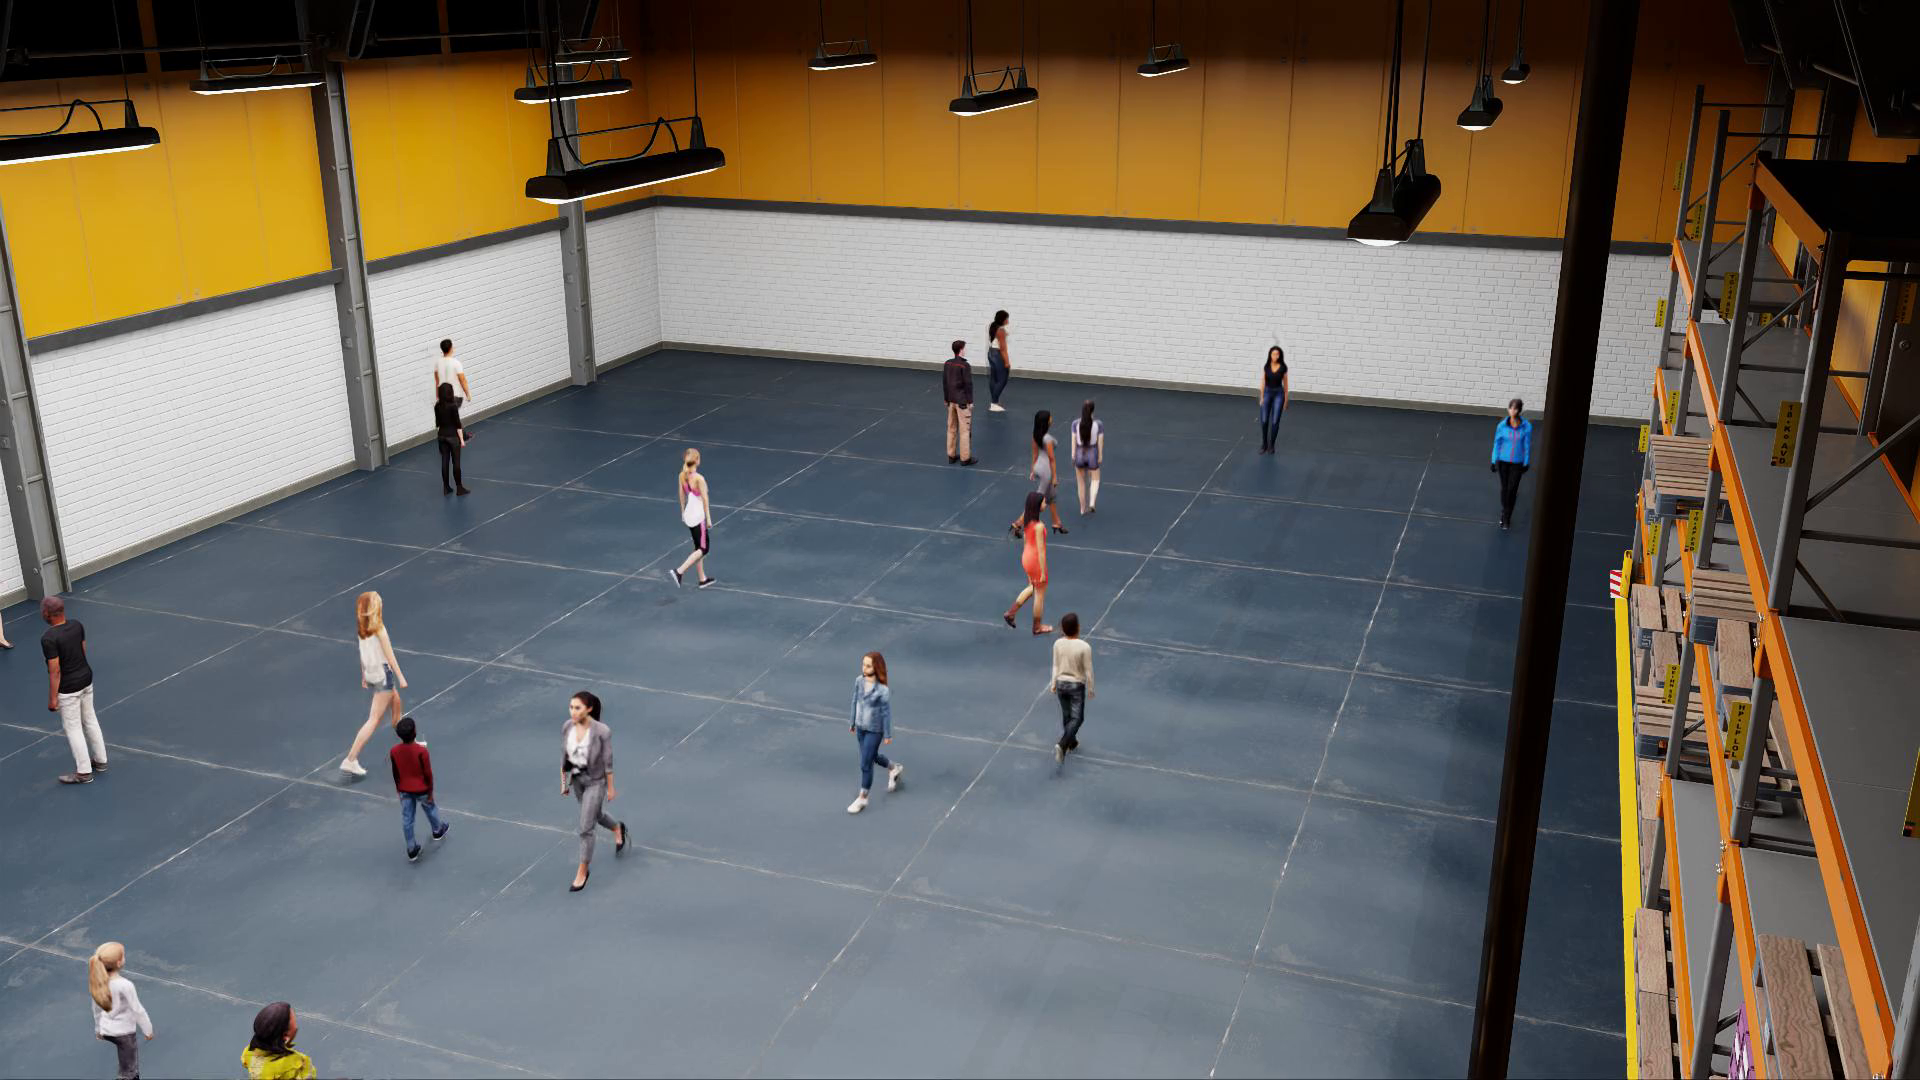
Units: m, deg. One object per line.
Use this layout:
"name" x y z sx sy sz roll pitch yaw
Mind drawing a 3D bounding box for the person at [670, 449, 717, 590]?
"person" -3.249 -0.211 20.094 0.846 1.774 1.036 16 24 39

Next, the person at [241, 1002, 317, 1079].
"person" -3.930 3.444 9.498 0.904 1.610 1.428 10 21 27

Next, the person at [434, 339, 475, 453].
"person" -8.028 -2.217 26.075 0.649 1.758 1.123 7 20 19

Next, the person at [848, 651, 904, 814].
"person" -0.756 1.682 14.969 0.821 1.457 1.026 17 25 42

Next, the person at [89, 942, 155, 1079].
"person" -5.479 3.204 10.742 0.522 1.269 0.598 8 20 22

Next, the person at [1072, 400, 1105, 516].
"person" 1.749 -1.109 22.969 0.669 1.640 0.711 2 19 6

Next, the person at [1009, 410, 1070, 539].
"person" 1.028 -0.814 21.935 1.118 1.741 1.095 -7 20 -21

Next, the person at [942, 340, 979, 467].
"person" -0.020 -2.110 25.500 0.771 1.922 0.732 15 24 37

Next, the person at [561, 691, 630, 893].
"person" -3.006 2.004 13.719 0.687 1.644 1.102 9 21 24

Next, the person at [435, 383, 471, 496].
"person" -7.380 -1.465 24.023 0.574 1.641 0.489 6 20 18

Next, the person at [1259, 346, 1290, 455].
"person" 4.932 -2.217 26.130 0.622 1.723 0.708 4 19 13

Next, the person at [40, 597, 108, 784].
"person" -8.204 1.364 15.369 0.768 1.803 0.606 3 19 8

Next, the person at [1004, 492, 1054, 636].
"person" 0.767 0.287 18.723 0.933 1.704 0.872 -9 20 -24

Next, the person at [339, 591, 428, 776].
"person" -5.490 1.365 15.498 1.211 1.720 0.914 -17 25 -42

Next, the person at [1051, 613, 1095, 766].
"person" 1.023 1.428 15.743 0.617 1.443 0.918 8 20 23

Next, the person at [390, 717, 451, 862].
"person" -4.620 2.118 14.022 0.654 1.234 0.836 1 19 4

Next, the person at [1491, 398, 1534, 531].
"person" 7.509 -1.055 22.595 0.717 1.777 0.842 11 21 29

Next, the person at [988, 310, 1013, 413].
"person" 0.639 -3.129 28.766 0.943 1.769 0.865 -13 23 -34
